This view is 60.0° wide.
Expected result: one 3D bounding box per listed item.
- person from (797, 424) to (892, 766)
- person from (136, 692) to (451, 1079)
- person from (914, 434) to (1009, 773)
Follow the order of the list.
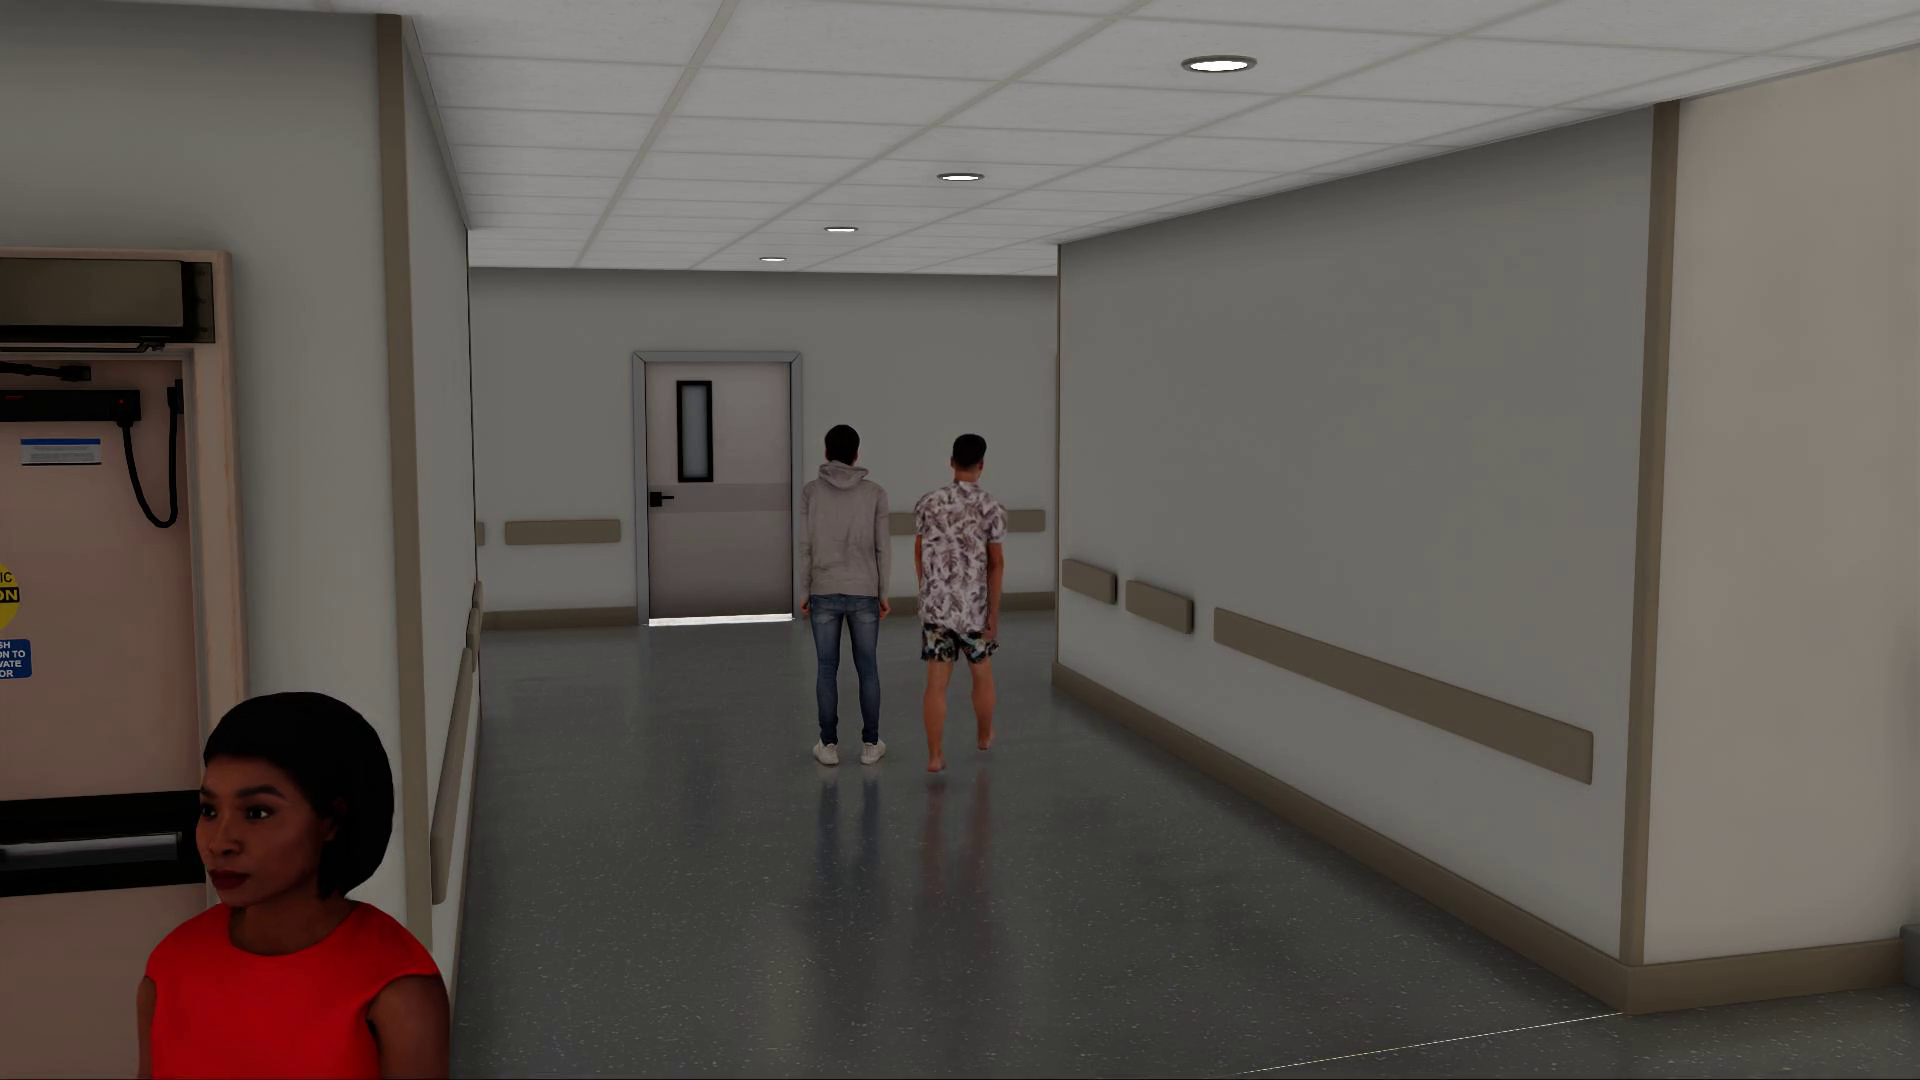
[{"bbox_3d":[-0.641,0.290,9.124,0.568,1.853,0.762,-1,6,-6],"label":"person"},{"bbox_3d":[-0.821,1.052,2.090,0.559,1.744,0.692,1,6,8],"label":"person"},{"bbox_3d":[-0.036,0.367,8.780,1.192,1.767,1.037,1,6,7],"label":"person"}]
